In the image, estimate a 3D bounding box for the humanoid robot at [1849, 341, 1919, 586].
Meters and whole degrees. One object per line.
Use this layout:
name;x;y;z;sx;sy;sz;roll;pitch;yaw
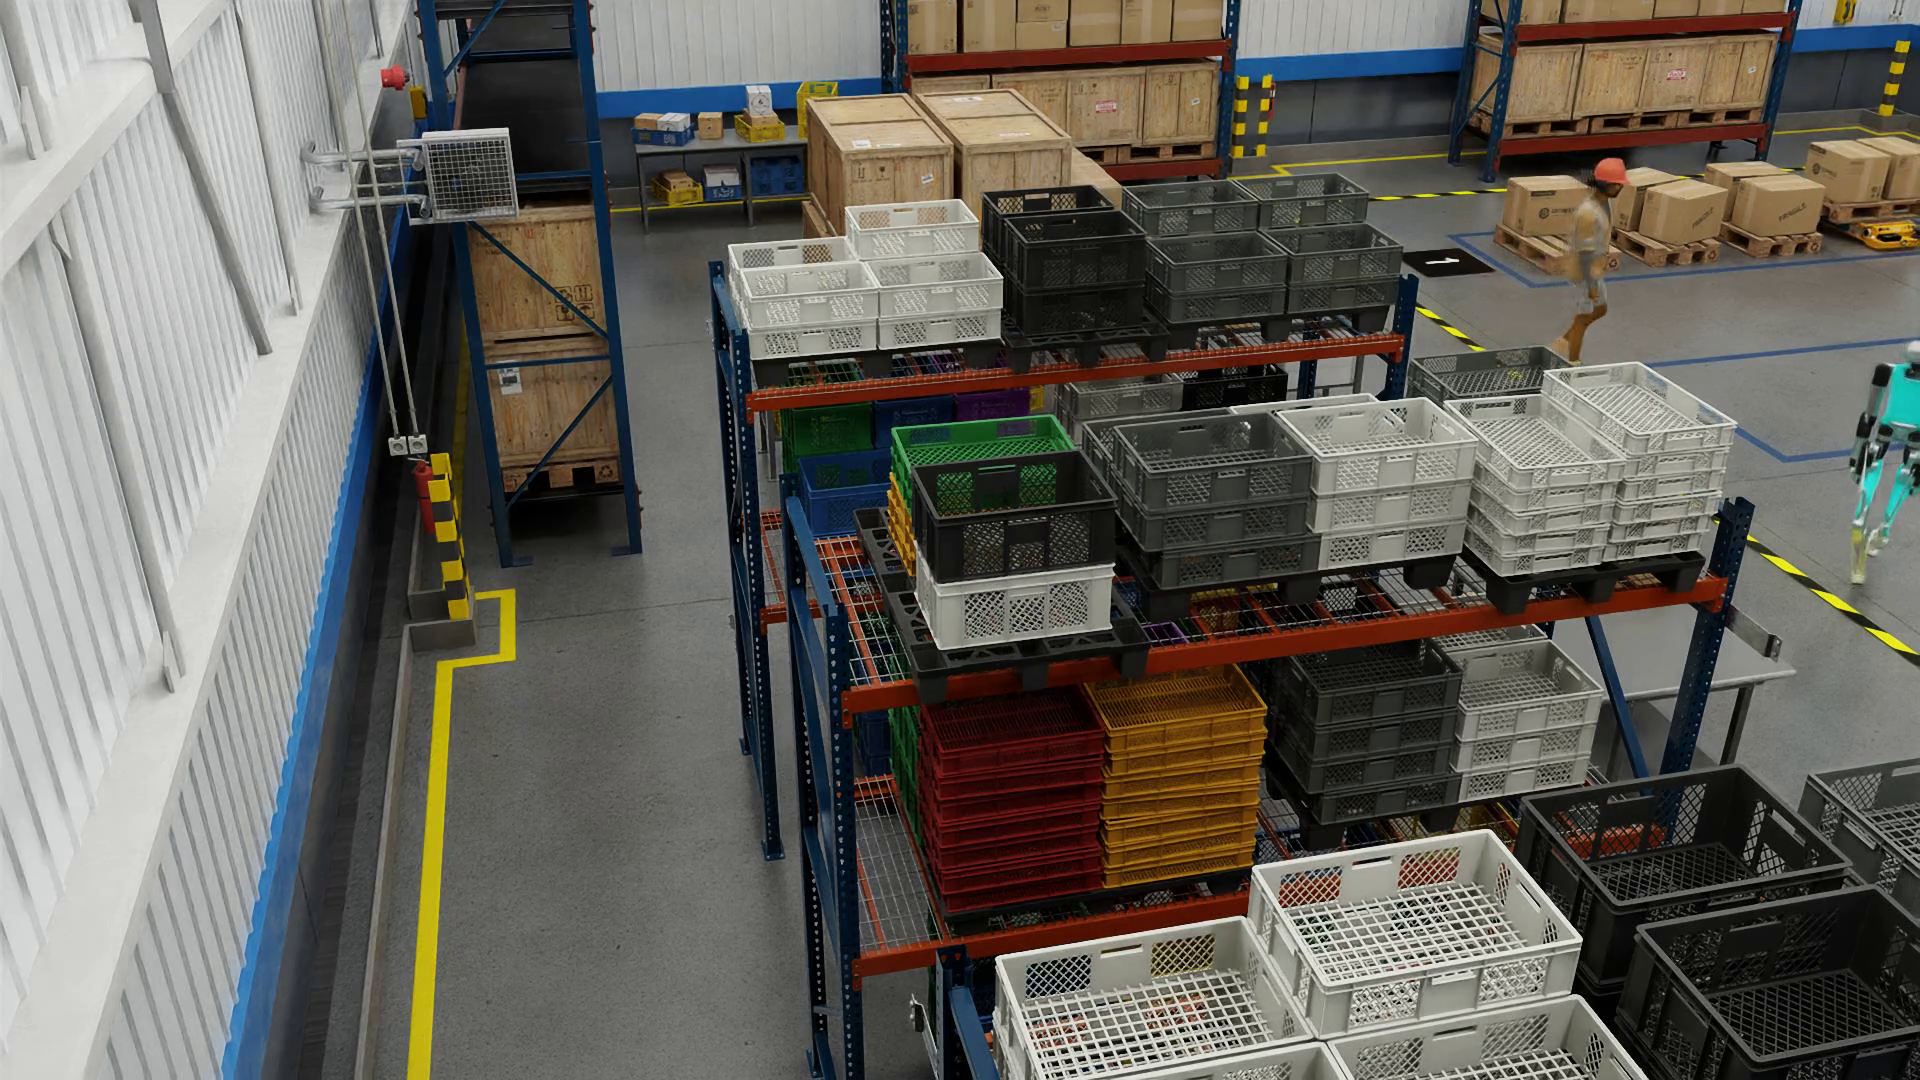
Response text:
humanoid robot;6.348;-0.462;11.344;0.543;1.731;1.033;15;31;26

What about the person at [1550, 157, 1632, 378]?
person;5.561;-2.353;14.627;0.474;2.032;0.644;17;32;29

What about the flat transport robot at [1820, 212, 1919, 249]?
flat transport robot;10.237;-3.636;18.915;0.652;0.197;1.431;-6;28;-12

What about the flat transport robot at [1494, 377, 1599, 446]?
flat transport robot;4.780;-1.036;14.013;0.659;0.231;1.431;-6;28;-12
